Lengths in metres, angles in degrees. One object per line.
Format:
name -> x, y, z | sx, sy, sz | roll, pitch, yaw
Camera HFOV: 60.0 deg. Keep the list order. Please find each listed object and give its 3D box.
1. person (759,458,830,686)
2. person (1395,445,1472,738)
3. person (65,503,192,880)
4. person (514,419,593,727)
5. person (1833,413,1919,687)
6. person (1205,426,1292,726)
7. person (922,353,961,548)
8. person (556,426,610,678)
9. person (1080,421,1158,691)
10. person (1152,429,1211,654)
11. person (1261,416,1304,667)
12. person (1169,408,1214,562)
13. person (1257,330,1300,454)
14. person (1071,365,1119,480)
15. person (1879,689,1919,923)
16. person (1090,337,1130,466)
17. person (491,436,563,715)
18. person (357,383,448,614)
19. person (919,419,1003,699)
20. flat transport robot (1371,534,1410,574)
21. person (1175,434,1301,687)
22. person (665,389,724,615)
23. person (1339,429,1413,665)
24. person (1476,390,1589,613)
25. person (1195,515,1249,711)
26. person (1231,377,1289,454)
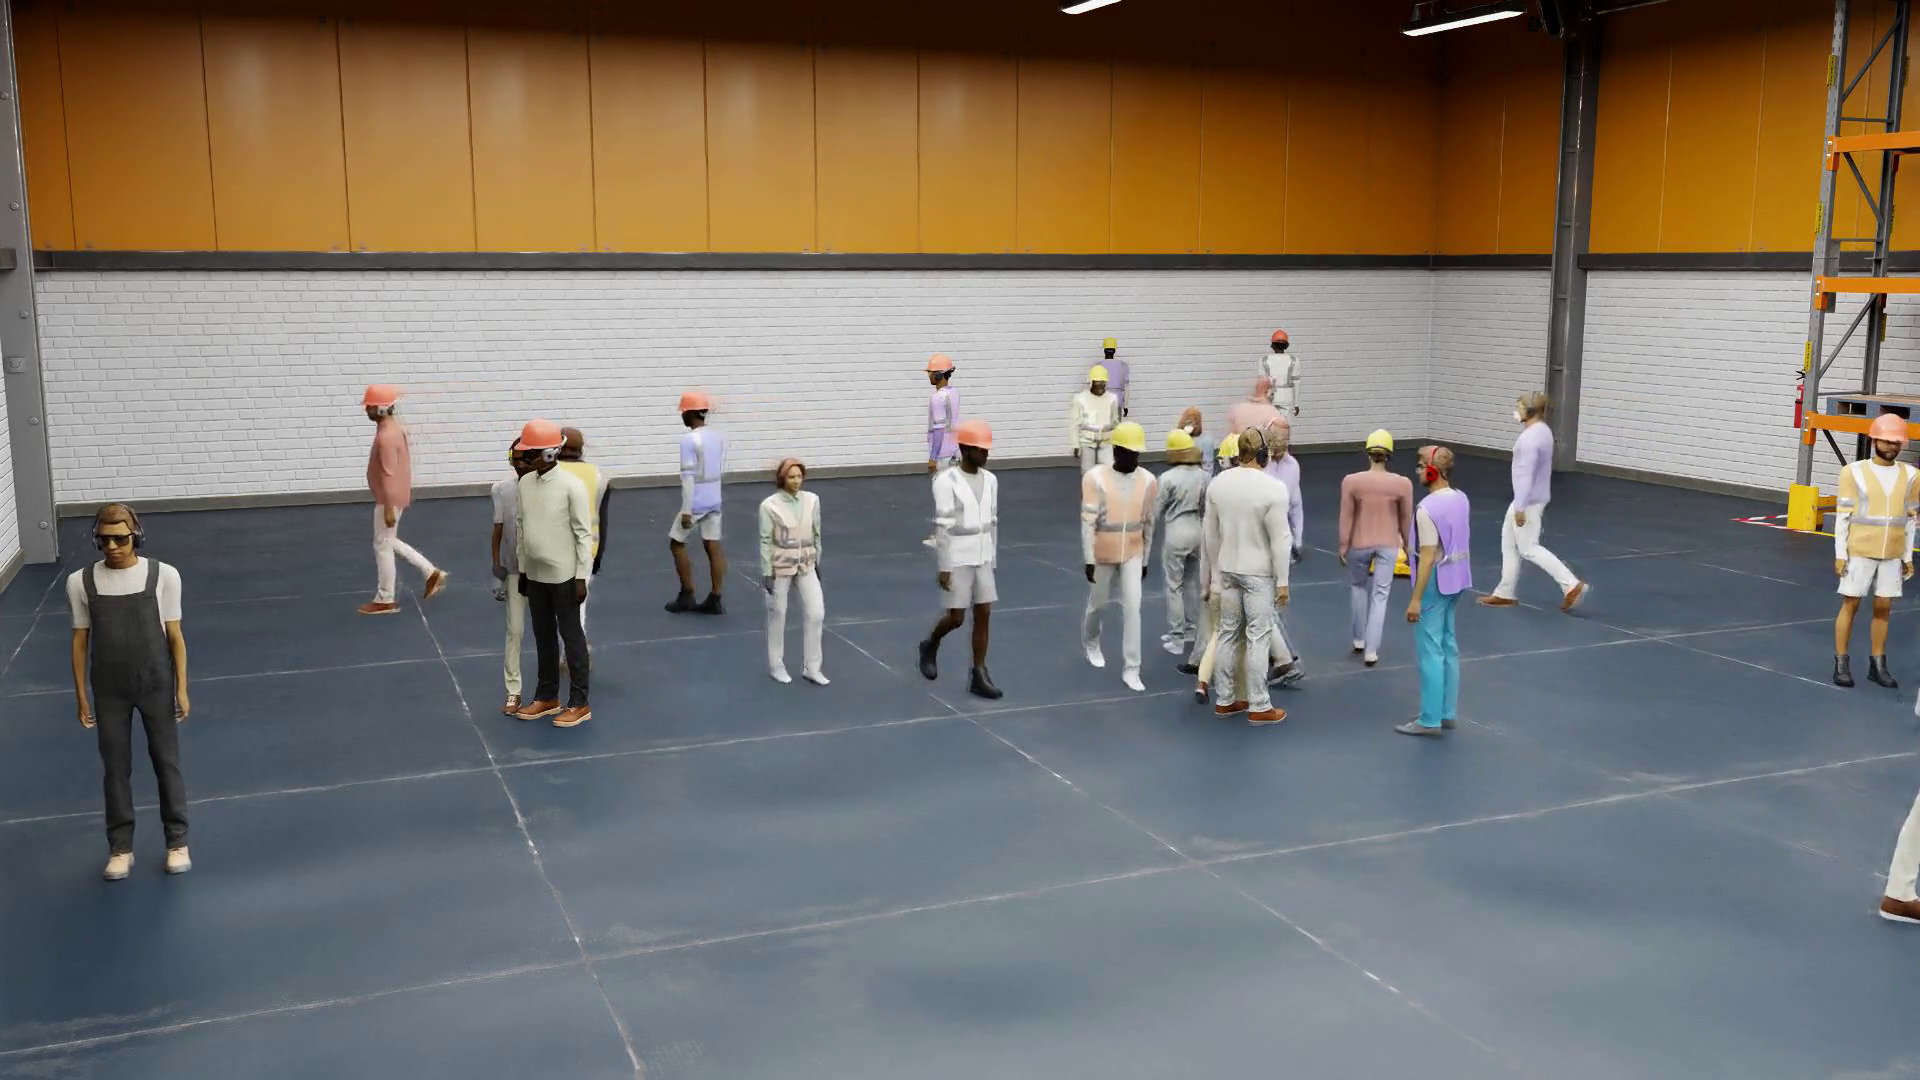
person -> -1.157, 0.237, 11.683 | 0.545, 1.614, 0.630 | -7, 12, -37
person -> 3.012, 0.325, 10.469 | 0.372, 1.840, 0.570 | 8, 12, 38
person -> -4.010, 0.728, 8.053 | 0.506, 1.841, 0.334 | -3, 10, -20
person -> -2.636, 0.210, 10.717 | 0.621, 1.989, 0.391 | 6, 11, 33
person -> 6.430, 0.079, 11.677 | 0.554, 1.936, 0.366 | 1, 9, 5
person -> 1.872, 0.229, 10.759 | 0.363, 1.939, 0.636 | -8, 13, -42
person -> -0.204, -0.937, 17.512 | 0.370, 2.044, 0.608 | 3, 10, 15
person -> -2.777, 0.106, 11.868 | 0.533, 1.823, 0.650 | 9, 13, 44
person -> 1.103, 0.071, 11.934 | 0.593, 1.888, 0.941 | -2, 10, -13
person -> 1.673, -0.001, 12.813 | 0.540, 1.714, 0.445 | -7, 12, -36
person -> 2.287, 0.015, 12.325 | 0.696, 1.842, 0.984 | -7, 11, -34
person -> 2.249, -0.515, 16.313 | 0.510, 1.576, 0.763 | 5, 11, 28
person -> 4.564, -1.986, 23.871 | 0.616, 2.040, 0.382 | 2, 10, 10
person -> 1.588, -1.130, 19.403 | 0.598, 1.812, 0.481 | -2, 10, -11
person -> 4.535, 0.838, 7.374 | 0.777, 1.835, 0.538 | 3, 10, 15
person -> 2.171, -1.988, 24.229 | 0.588, 1.927, 0.370 | -1, 9, -6
person -> -2.844, 0.229, 11.016 | 0.517, 1.857, 0.328 | -3, 10, -17
person -> -4.805, -0.352, 14.150 | 0.647, 1.981, 0.628 | -2, 10, -11
person -> 0.024, 0.120, 11.466 | 0.566, 1.922, 0.655 | -8, 12, -39
flat transport robot -> 4.302, 0.117, 16.485 | 0.652, 0.197, 1.431 | 3, 10, 17
person -> 2.009, 0.146, 11.757 | 0.924, 1.784, 0.603 | 8, 12, 39
person -> -2.291, -0.318, 14.123 | 0.650, 1.919, 0.570 | 5, 11, 27
person -> 3.140, 0.033, 12.537 | 0.542, 1.731, 0.784 | 3, 10, 17
person -> 4.920, -0.317, 14.168 | 0.869, 1.911, 0.636 | 5, 10, 26
person -> 1.825, 0.351, 10.971 | 0.520, 1.625, 0.453 | 9, 13, 42
person -> 3.072, -0.727, 16.837 | 1.008, 1.842, 0.658 | -6, 11, -34
